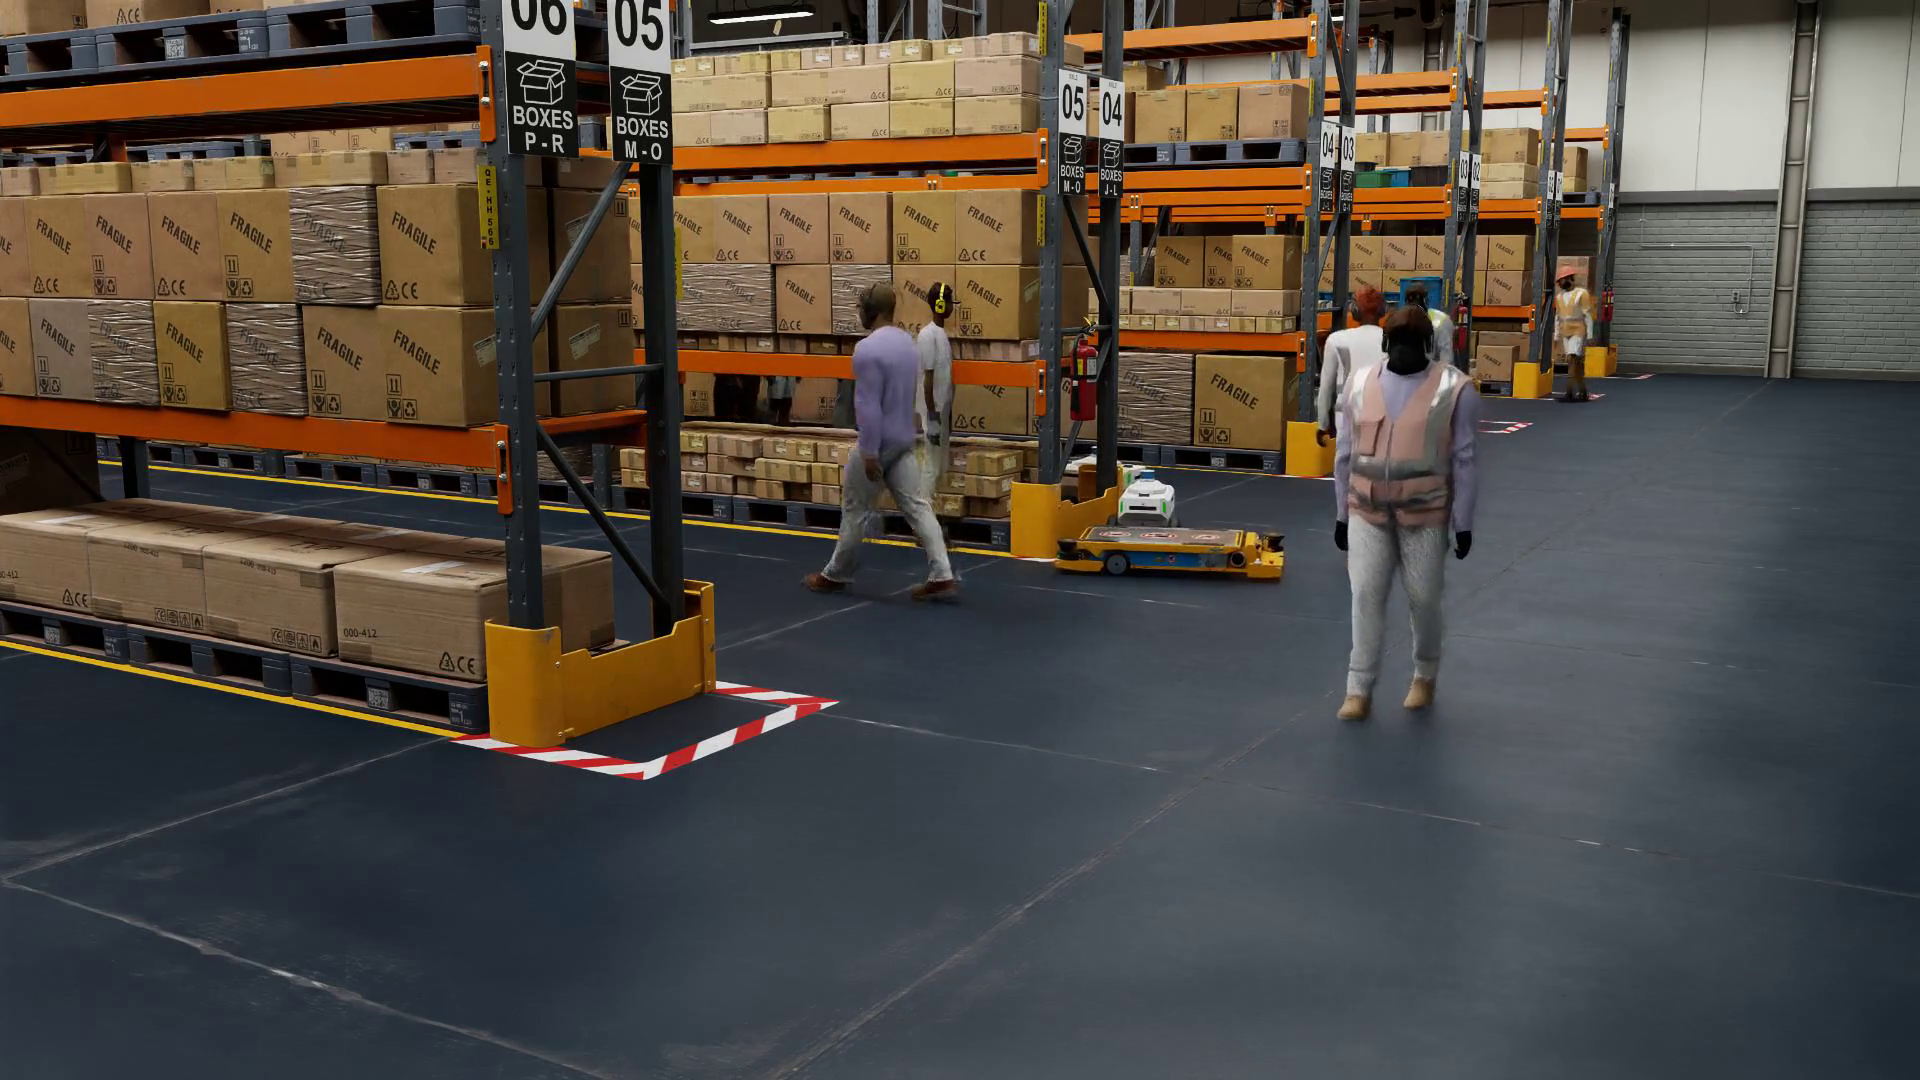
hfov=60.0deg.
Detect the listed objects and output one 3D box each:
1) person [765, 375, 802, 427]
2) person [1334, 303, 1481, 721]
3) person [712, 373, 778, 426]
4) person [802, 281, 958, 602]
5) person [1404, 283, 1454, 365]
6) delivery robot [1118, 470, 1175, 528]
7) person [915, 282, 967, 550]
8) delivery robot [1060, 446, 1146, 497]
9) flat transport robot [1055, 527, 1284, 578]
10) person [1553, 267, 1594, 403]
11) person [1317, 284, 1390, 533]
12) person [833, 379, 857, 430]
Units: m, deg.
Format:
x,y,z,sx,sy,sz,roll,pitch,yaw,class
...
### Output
x,y,z,sx,sy,sz,roll,pitch,yaw,class
-1.738,-1.717,16.340,0.354,1.939,0.545,5,11,25,person
1.950,-0.120,7.348,0.631,1.850,0.553,6,11,30,person
-1.981,-1.618,15.456,0.803,2.000,0.680,3,10,17,person
-0.440,-0.570,9.794,1.037,1.888,0.652,5,11,29,person
4.233,-1.472,15.371,0.620,1.793,0.991,4,11,23,person
1.289,-0.241,11.463,0.477,0.478,0.707,2,10,11,delivery robot
-0.137,-0.859,11.556,0.333,1.860,0.510,2,10,13,person
1.062,-0.481,12.869,0.707,0.478,0.477,5,11,29,delivery robot
1.367,0.065,10.775,1.431,0.197,0.652,2,10,11,flat transport robot
8.433,-2.839,23.084,0.818,1.874,0.598,-5,11,-27,person
2.684,-0.766,11.057,0.589,1.855,0.901,1,10,7,person
-1.108,-1.813,16.939,0.376,1.925,0.601,4,11,23,person
